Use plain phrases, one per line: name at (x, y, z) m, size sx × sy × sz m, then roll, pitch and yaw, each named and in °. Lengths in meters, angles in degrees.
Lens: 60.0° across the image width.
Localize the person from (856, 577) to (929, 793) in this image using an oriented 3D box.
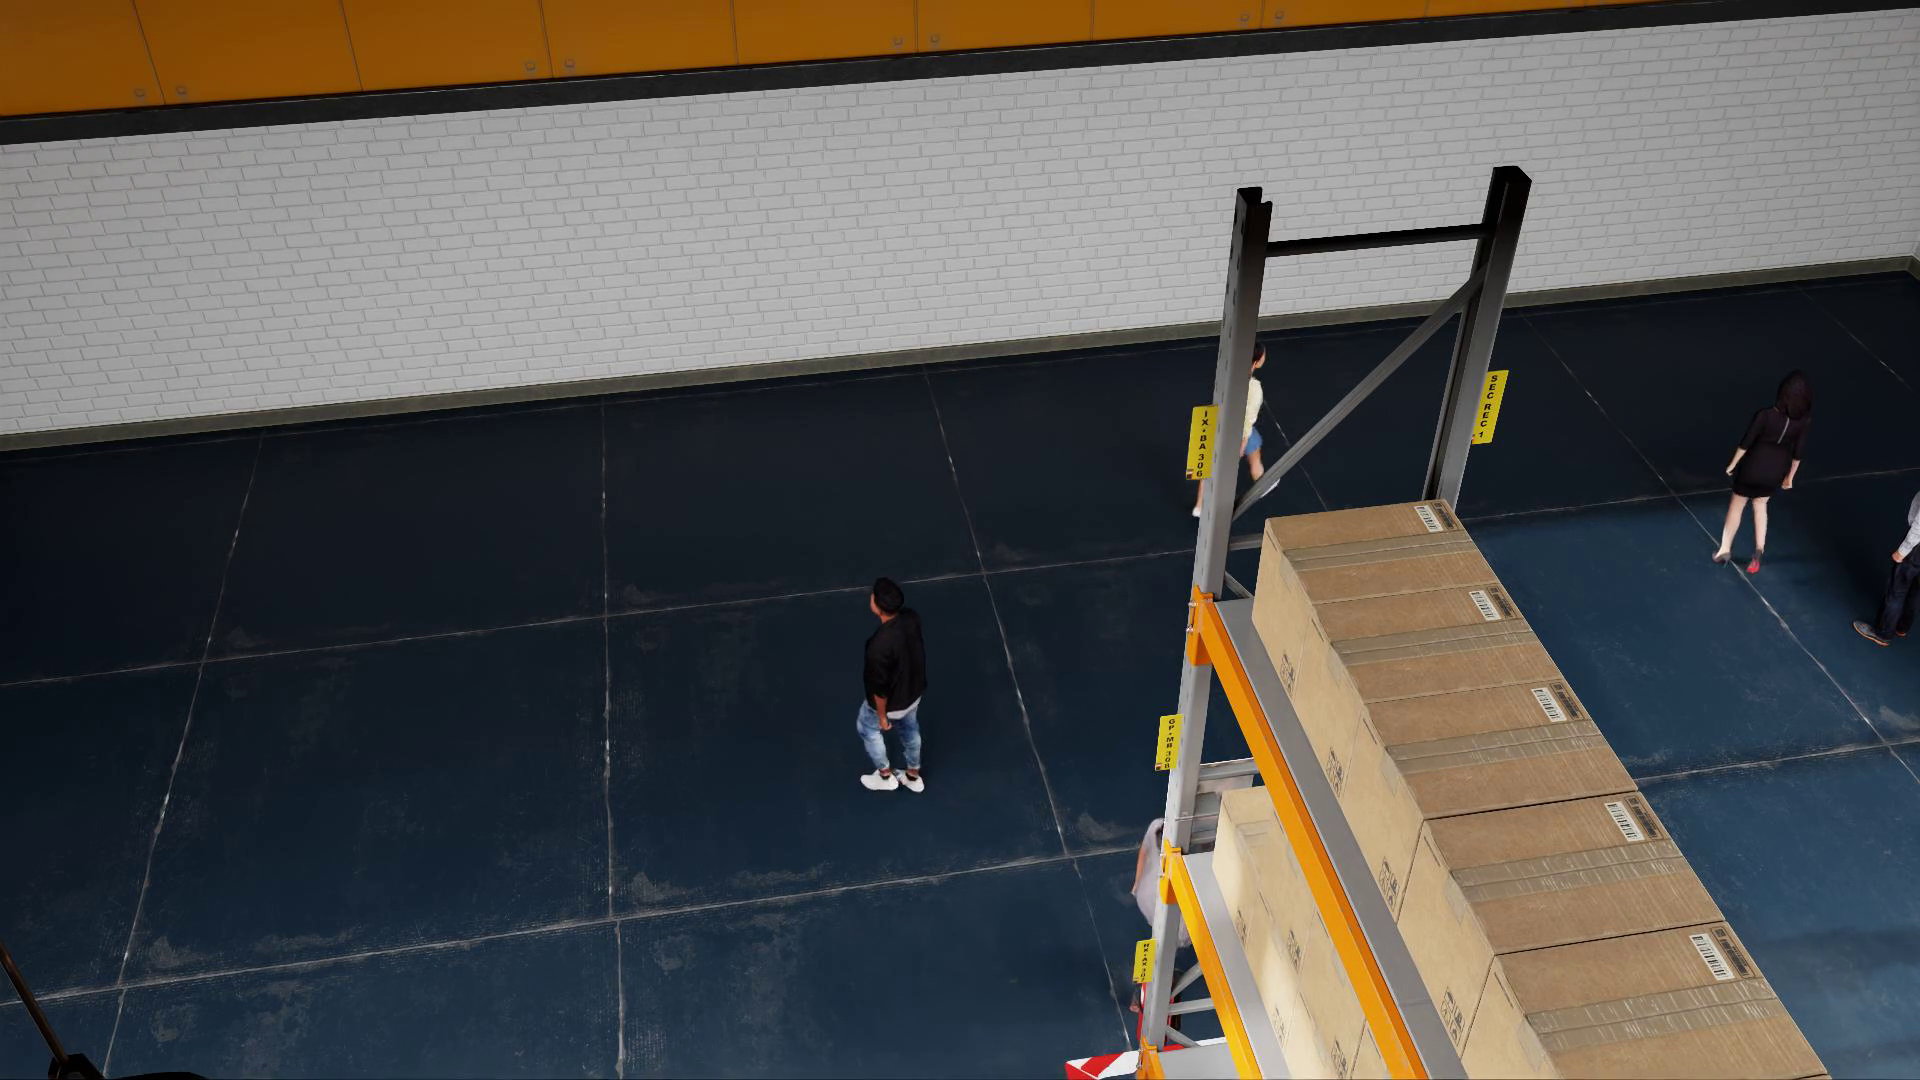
person at (-0.361, 1.024, 10.978) m, size 0.872 × 1.797 × 0.818 m, roll 26°, pitch 45°, yaw 29°

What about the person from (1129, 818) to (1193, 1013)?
person at (1.191, 2.146, 9.767) m, size 1.070 × 1.555 × 1.036 m, roll 32°, pitch 48°, yaw 33°

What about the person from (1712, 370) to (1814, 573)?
person at (6.198, -0.438, 12.817) m, size 0.714 × 1.786 × 0.816 m, roll 2°, pitch 39°, yaw 2°

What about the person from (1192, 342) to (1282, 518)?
person at (2.155, -0.854, 13.504) m, size 1.008 × 1.579 × 1.121 m, roll -24°, pitch 44°, yaw -27°

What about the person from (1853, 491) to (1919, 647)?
person at (7.111, 0.005, 12.236) m, size 0.707 × 1.820 × 0.660 m, roll -17°, pitch 42°, yaw -20°
